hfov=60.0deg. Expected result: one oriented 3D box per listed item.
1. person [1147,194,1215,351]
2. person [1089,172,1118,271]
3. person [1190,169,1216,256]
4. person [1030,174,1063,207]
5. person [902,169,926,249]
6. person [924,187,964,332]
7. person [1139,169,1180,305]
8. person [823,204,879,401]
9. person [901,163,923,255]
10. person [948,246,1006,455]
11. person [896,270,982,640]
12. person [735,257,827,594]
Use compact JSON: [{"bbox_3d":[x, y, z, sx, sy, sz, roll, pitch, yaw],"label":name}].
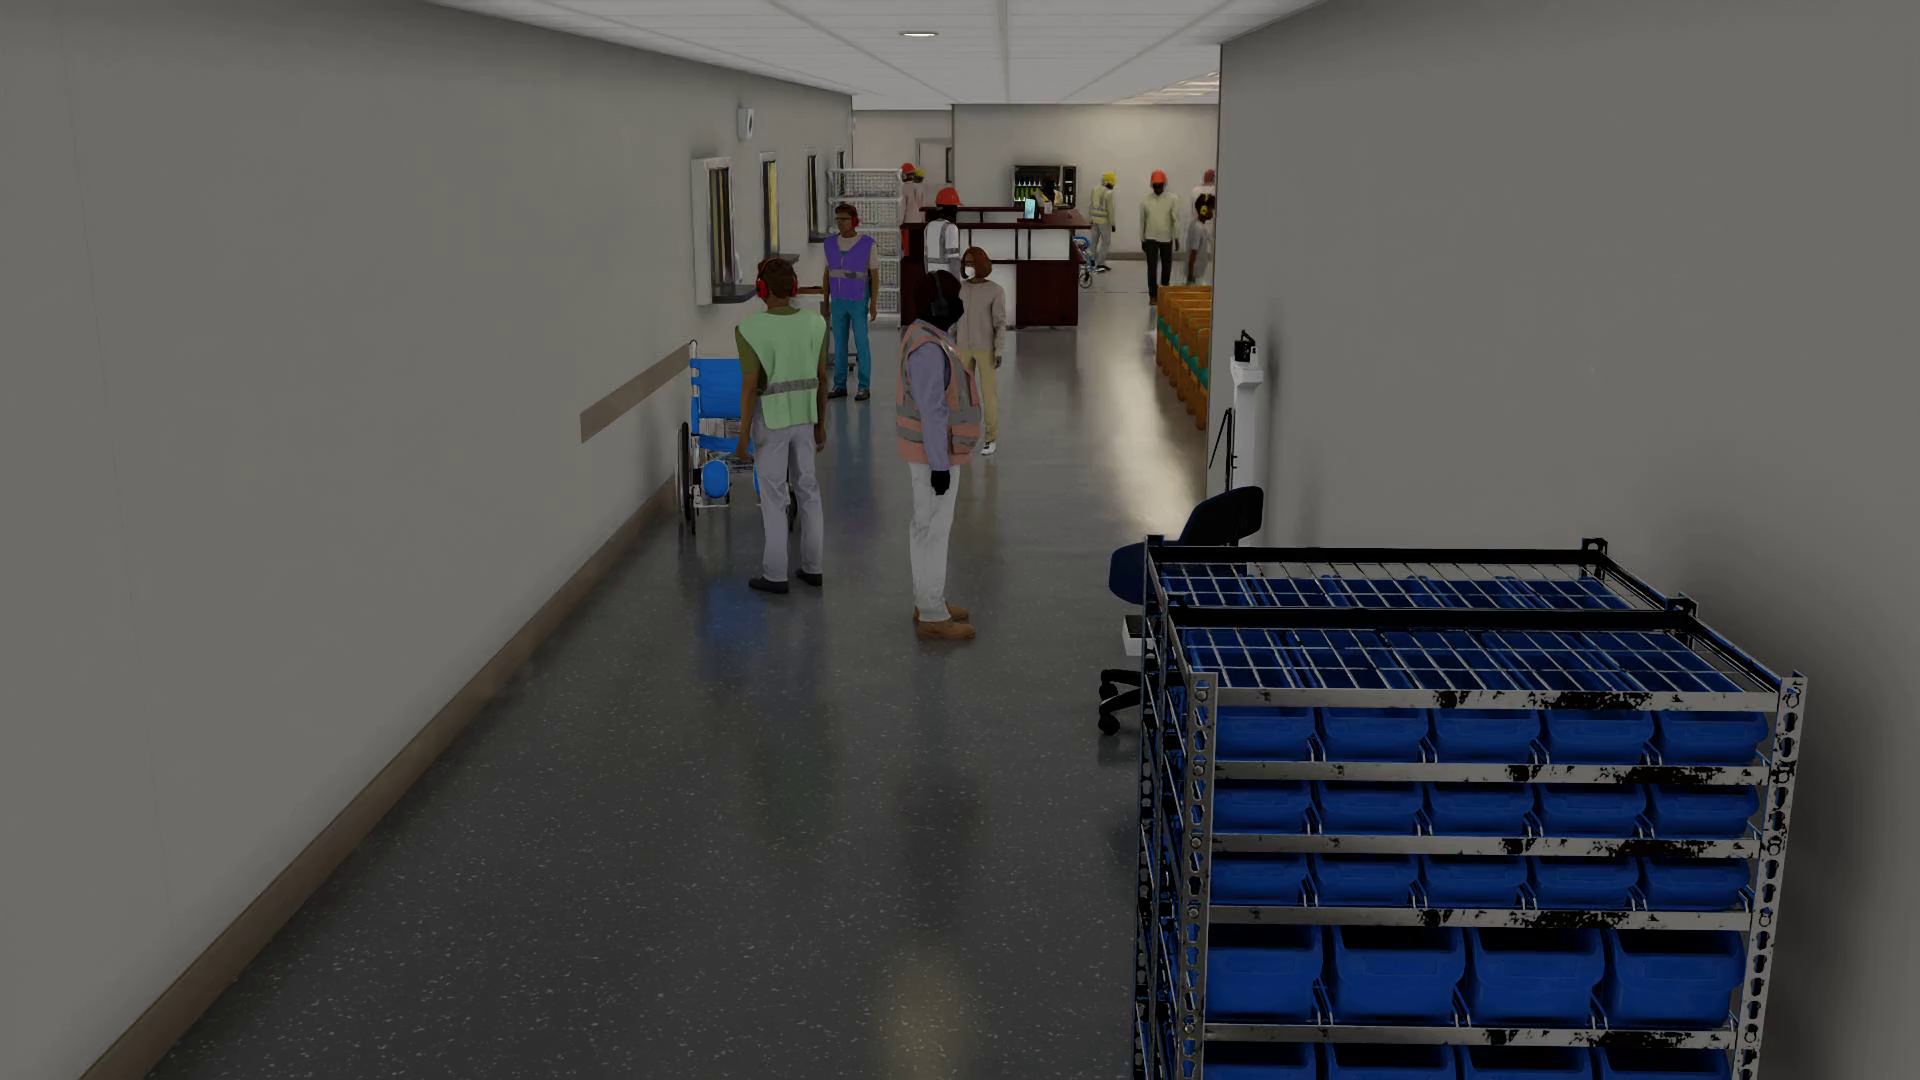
[{"bbox_3d":[2.595,-2.977,18.752,0.858,1.832,0.545,1,14,5],"label":"person"},{"bbox_3d":[2.597,-5.820,30.395,0.408,1.787,0.689,-7,15,-25],"label":"person"},{"bbox_3d":[4.216,-5.296,28.083,0.647,1.870,0.926,8,16,31],"label":"person"},{"bbox_3d":[1.416,-4.977,26.865,0.633,1.835,0.429,-7,16,-27],"label":"person"},{"bbox_3d":[-1.010,-7.136,35.878,0.531,1.705,0.962,13,19,42],"label":"person"},{"bbox_3d":[-0.144,-2.707,17.428,0.374,1.935,0.552,-9,17,-33],"label":"person"},{"bbox_3d":[2.951,-4.481,24.575,0.615,1.973,0.856,3,14,12],"label":"person"},{"bbox_3d":[-1.035,-2.250,15.763,0.574,1.843,0.374,6,15,24],"label":"person"},{"bbox_3d":[-0.846,-5.224,27.520,0.394,1.994,0.612,10,17,36],"label":"person"},{"bbox_3d":[0.123,-1.486,13.101,0.501,1.633,0.279,7,16,27],"label":"person"},{"bbox_3d":[-0.106,-0.429,8.376,0.429,1.847,0.625,-1,14,-3],"label":"person"},{"bbox_3d":[-0.962,-0.619,9.143,0.571,1.843,0.373,-11,18,-39],"label":"person"}]
